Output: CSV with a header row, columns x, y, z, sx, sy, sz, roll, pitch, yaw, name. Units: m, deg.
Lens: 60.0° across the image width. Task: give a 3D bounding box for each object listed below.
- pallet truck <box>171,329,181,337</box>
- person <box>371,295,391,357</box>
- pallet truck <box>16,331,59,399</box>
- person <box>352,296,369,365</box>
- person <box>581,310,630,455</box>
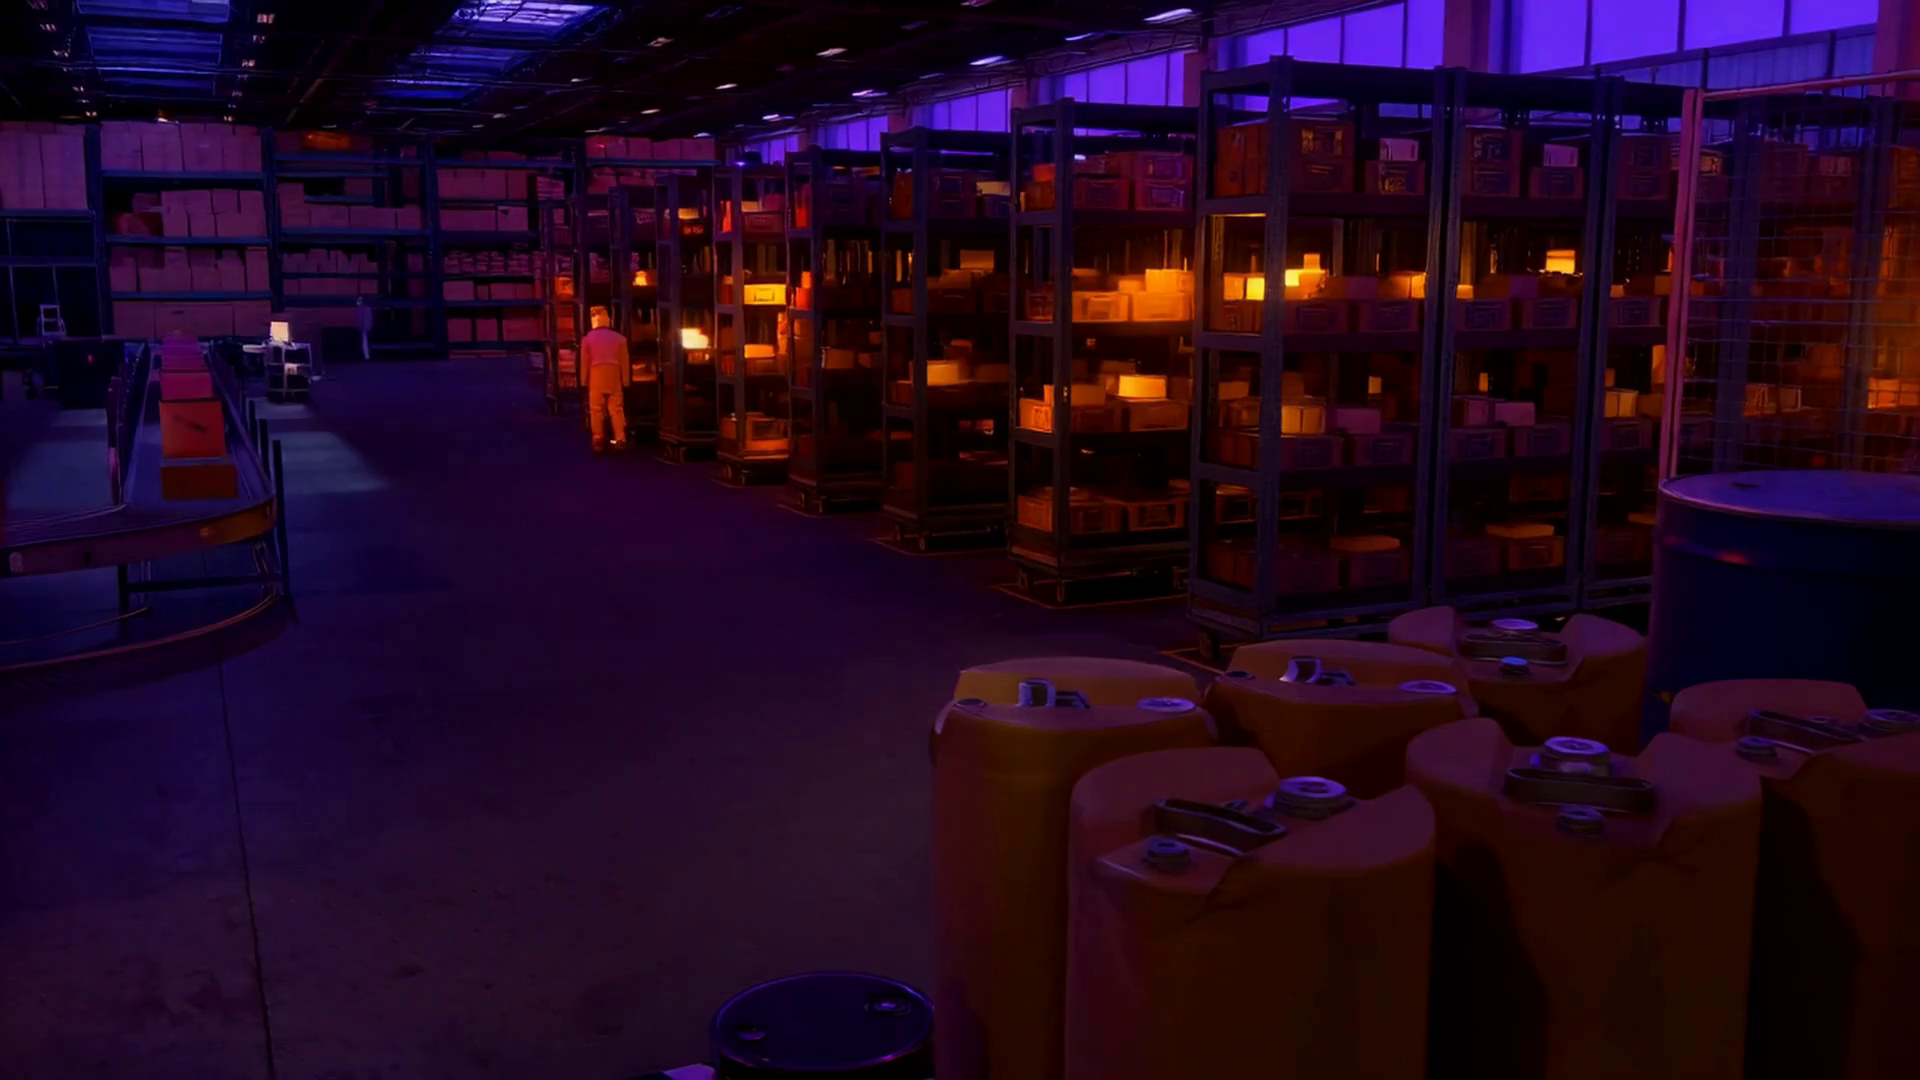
x,y,z,sx,sy,sz,roll,pitch,yaw,name
-17.275,-3.851,35.096,1.601,1.201,0.680,0,9,1,pallet truck
-16.366,-6.041,47.018,0.534,1.765,0.323,-4,10,-25,person
-17.082,-3.353,31.781,1.630,1.274,0.653,-4,10,-25,pallet truck
-15.645,-5.465,43.399,0.450,1.782,0.716,-9,12,-43,person
-4.698,-2.079,21.999,0.654,1.906,0.406,-4,10,-25,person
